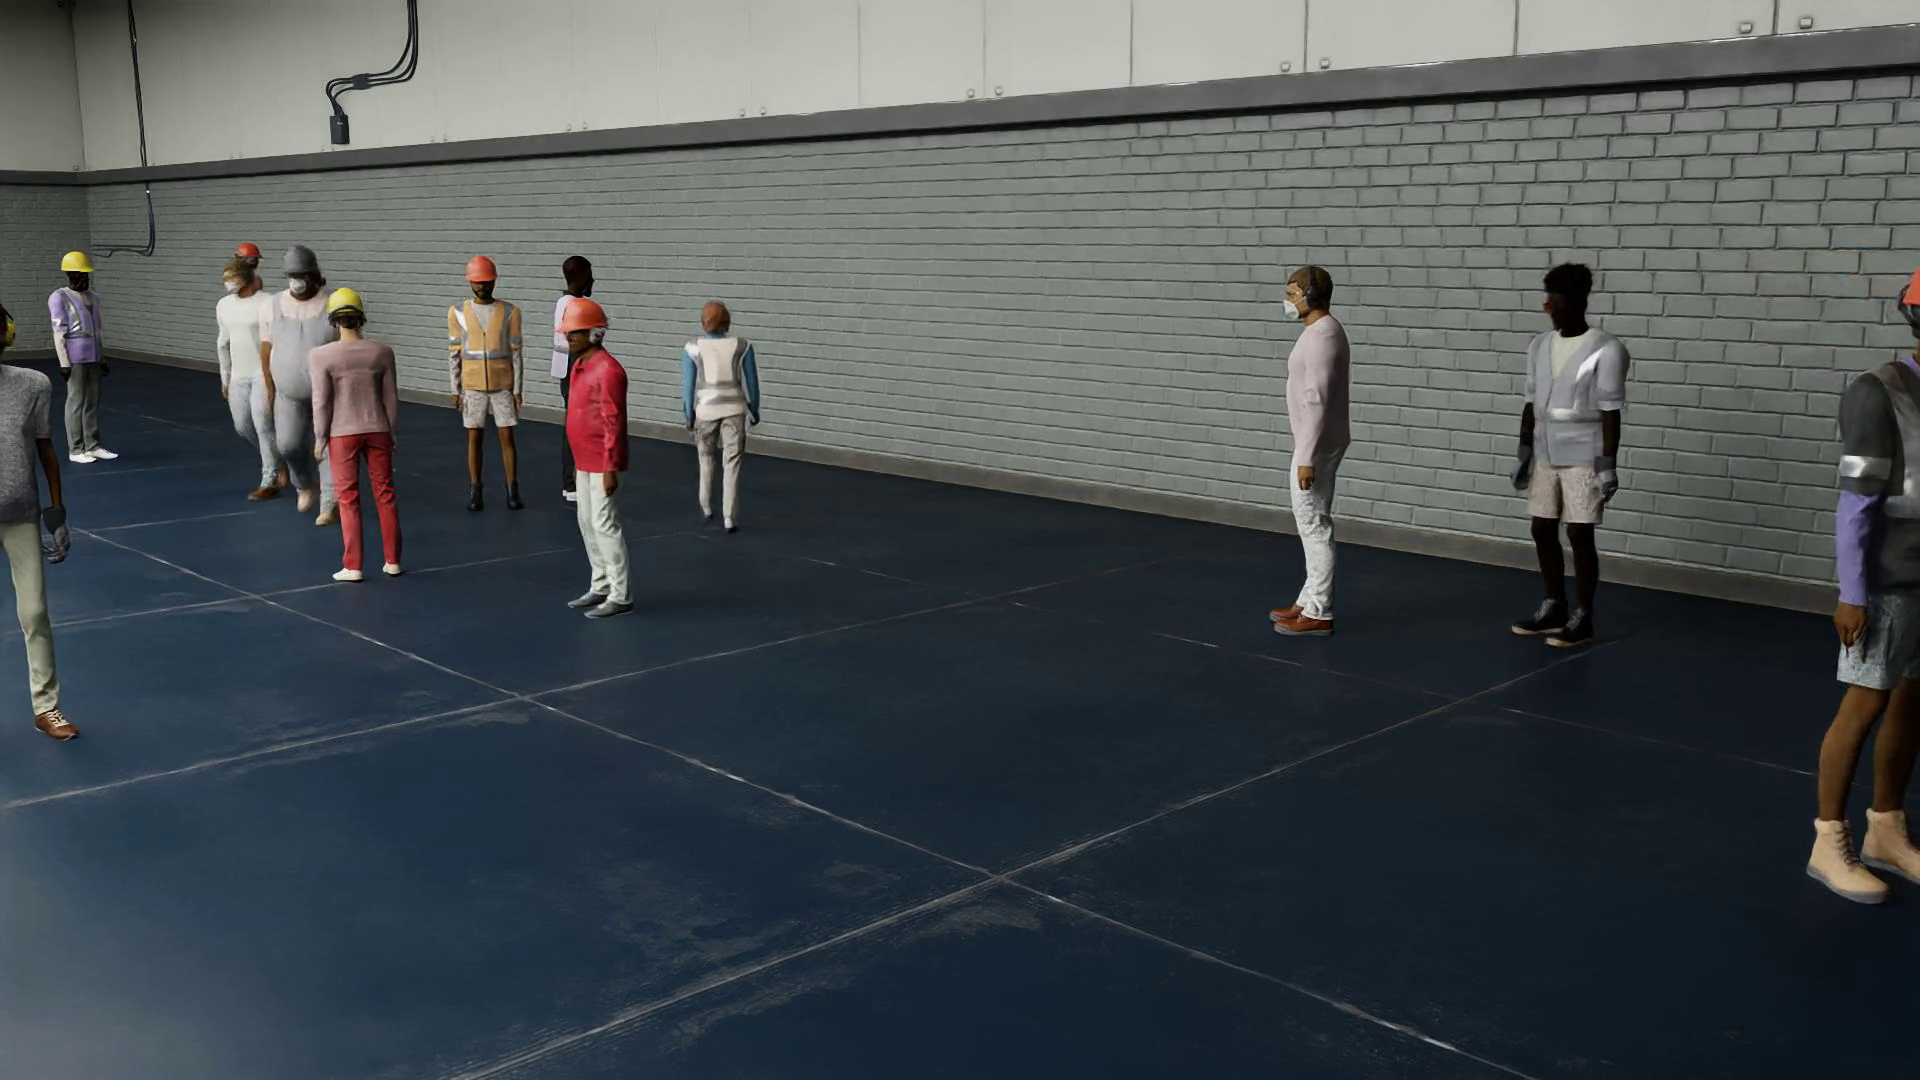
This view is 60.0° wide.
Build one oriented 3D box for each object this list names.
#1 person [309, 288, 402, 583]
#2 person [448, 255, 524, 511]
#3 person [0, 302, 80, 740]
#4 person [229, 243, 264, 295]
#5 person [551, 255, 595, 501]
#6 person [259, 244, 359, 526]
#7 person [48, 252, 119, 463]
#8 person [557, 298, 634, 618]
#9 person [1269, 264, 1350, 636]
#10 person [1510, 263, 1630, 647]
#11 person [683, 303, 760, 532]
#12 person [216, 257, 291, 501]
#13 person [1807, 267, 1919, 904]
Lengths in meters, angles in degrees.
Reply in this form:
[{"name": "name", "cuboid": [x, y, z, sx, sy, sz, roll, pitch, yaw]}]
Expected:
[{"name": "person", "cuboid": [-3.634, -0.625, 10.007, 0.527, 1.765, 0.329, -9, 14, -41]}, {"name": "person", "cuboid": [-3.566, -1.174, 12.553, 0.543, 1.928, 0.380, -2, 11, -12]}, {"name": "person", "cuboid": [-3.884, -0.067, 6.721, 0.505, 1.861, 0.328, -9, 14, -41]}, {"name": "person", "cuboid": [-8.695, -2.639, 20.398, 0.622, 1.987, 0.407, 7, 12, 33]}, {"name": "person", "cuboid": [-3.027, -1.269, 13.096, 0.375, 1.917, 0.598, -3, 11, -16]}, {"name": "person", "cuboid": [-4.667, -1.122, 11.962, 0.683, 2.000, 0.585, -2, 11, -9]}, {"name": "person", "cuboid": [-8.053, -1.675, 15.289, 0.371, 1.925, 0.595, 2, 11, 8]}, {"name": "person", "cuboid": [-2.004, -0.445, 9.092, 0.353, 1.740, 0.576, -6, 12, -31]}, {"name": "person", "cuboid": [1.836, -0.461, 8.671, 0.386, 1.931, 0.638, 2, 11, 12]}, {"name": "person", "cuboid": [3.067, -0.425, 8.453, 0.424, 1.943, 0.620, -5, 12, -26]}, {"name": "person", "cuboid": [-1.703, -0.888, 11.910, 0.533, 1.595, 0.861, -1, 10, -4]}, {"name": "person", "cuboid": [-5.571, -1.293, 13.251, 0.657, 1.913, 0.743, 3, 11, 16]}, {"name": "person", "cuboid": [2.997, 0.120, 5.189, 0.614, 2.038, 0.396, -4, 11, -23]}]
